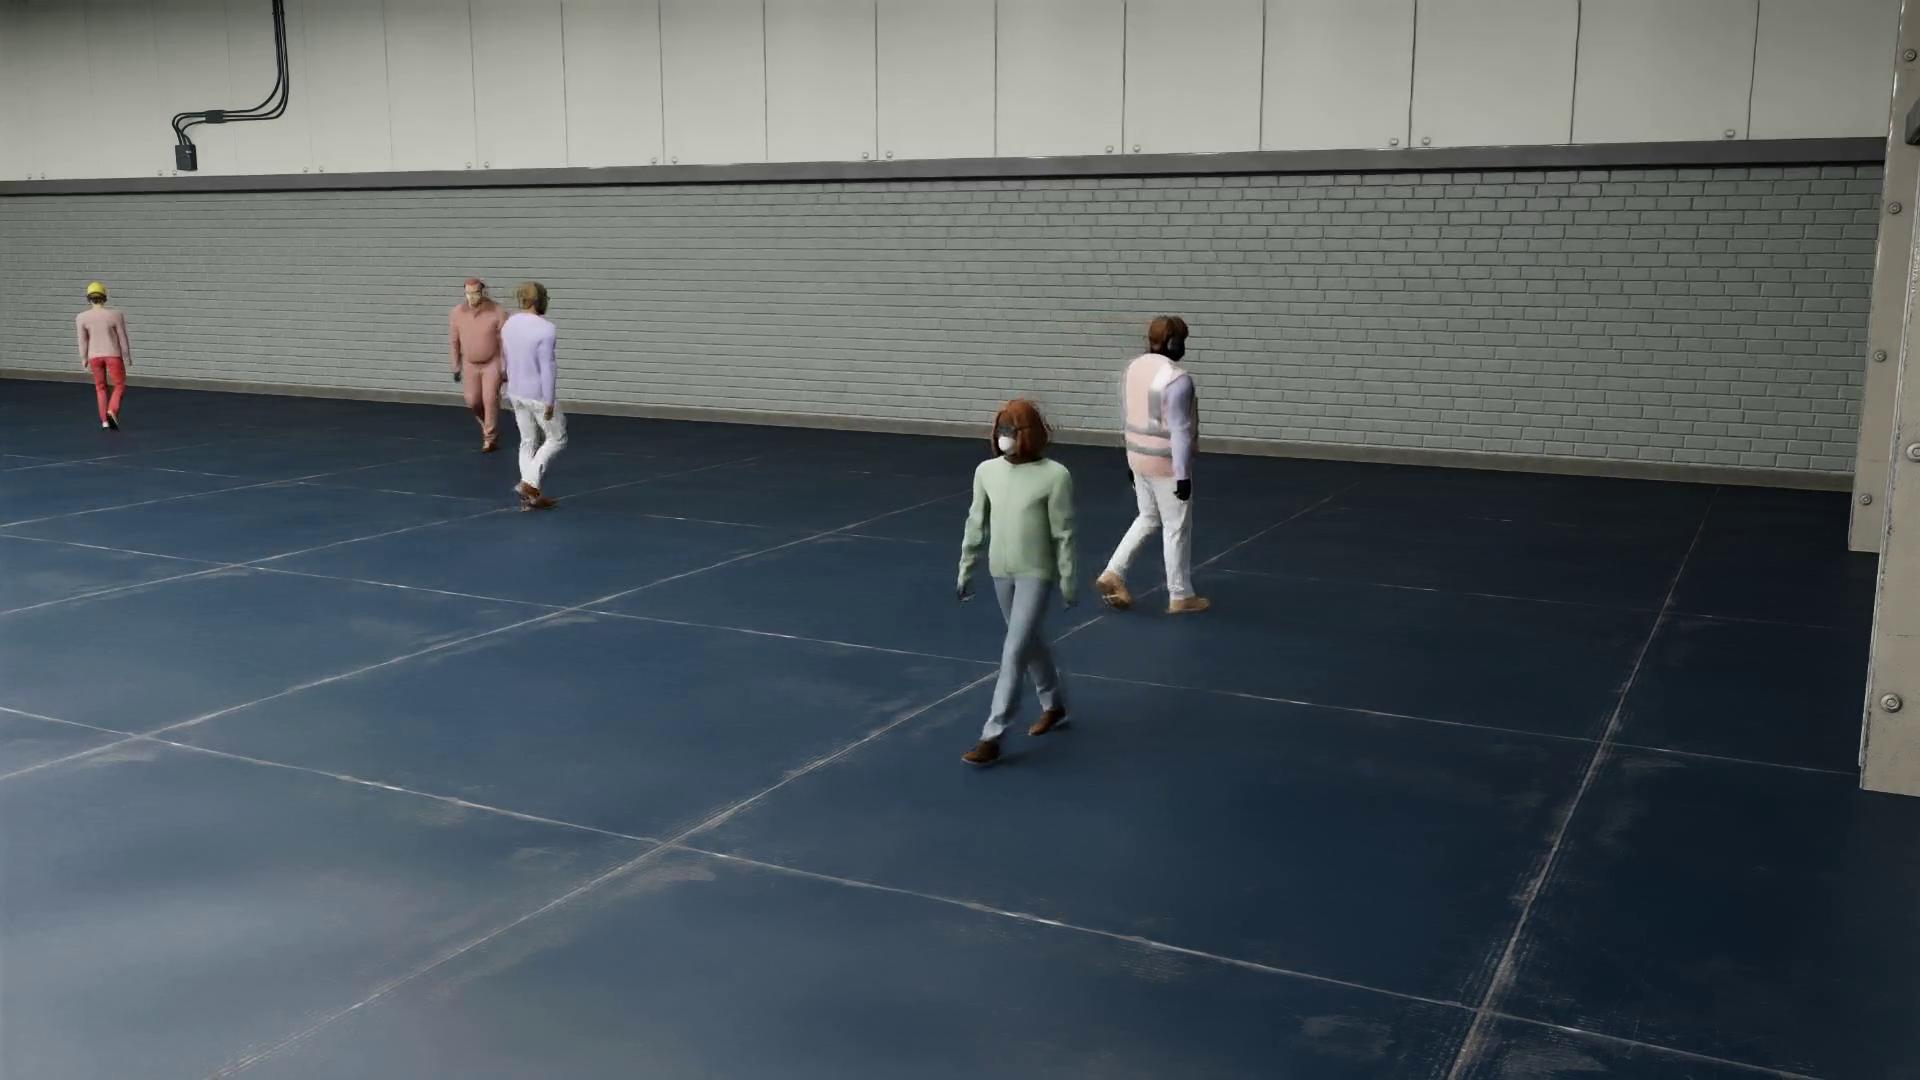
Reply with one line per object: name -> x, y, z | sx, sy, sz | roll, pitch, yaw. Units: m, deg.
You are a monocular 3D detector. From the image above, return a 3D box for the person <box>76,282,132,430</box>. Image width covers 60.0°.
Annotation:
person -> -10.109, -2.166, 19.646 | 0.547, 1.755, 0.595 | -2, 11, -10

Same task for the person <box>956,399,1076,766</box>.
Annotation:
person -> 0.253, 0.162, 7.401 | 0.521, 1.583, 0.872 | 8, 13, 38

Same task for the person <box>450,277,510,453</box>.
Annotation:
person -> -5.098, -1.883, 17.799 | 0.652, 1.875, 0.623 | 0, 10, 2

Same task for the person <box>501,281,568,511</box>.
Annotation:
person -> -3.541, -1.181, 13.818 | 0.629, 1.926, 0.457 | 7, 13, 34

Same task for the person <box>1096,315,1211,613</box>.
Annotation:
person -> 1.181, -0.445, 10.064 | 0.660, 1.831, 0.640 | -5, 11, -23
